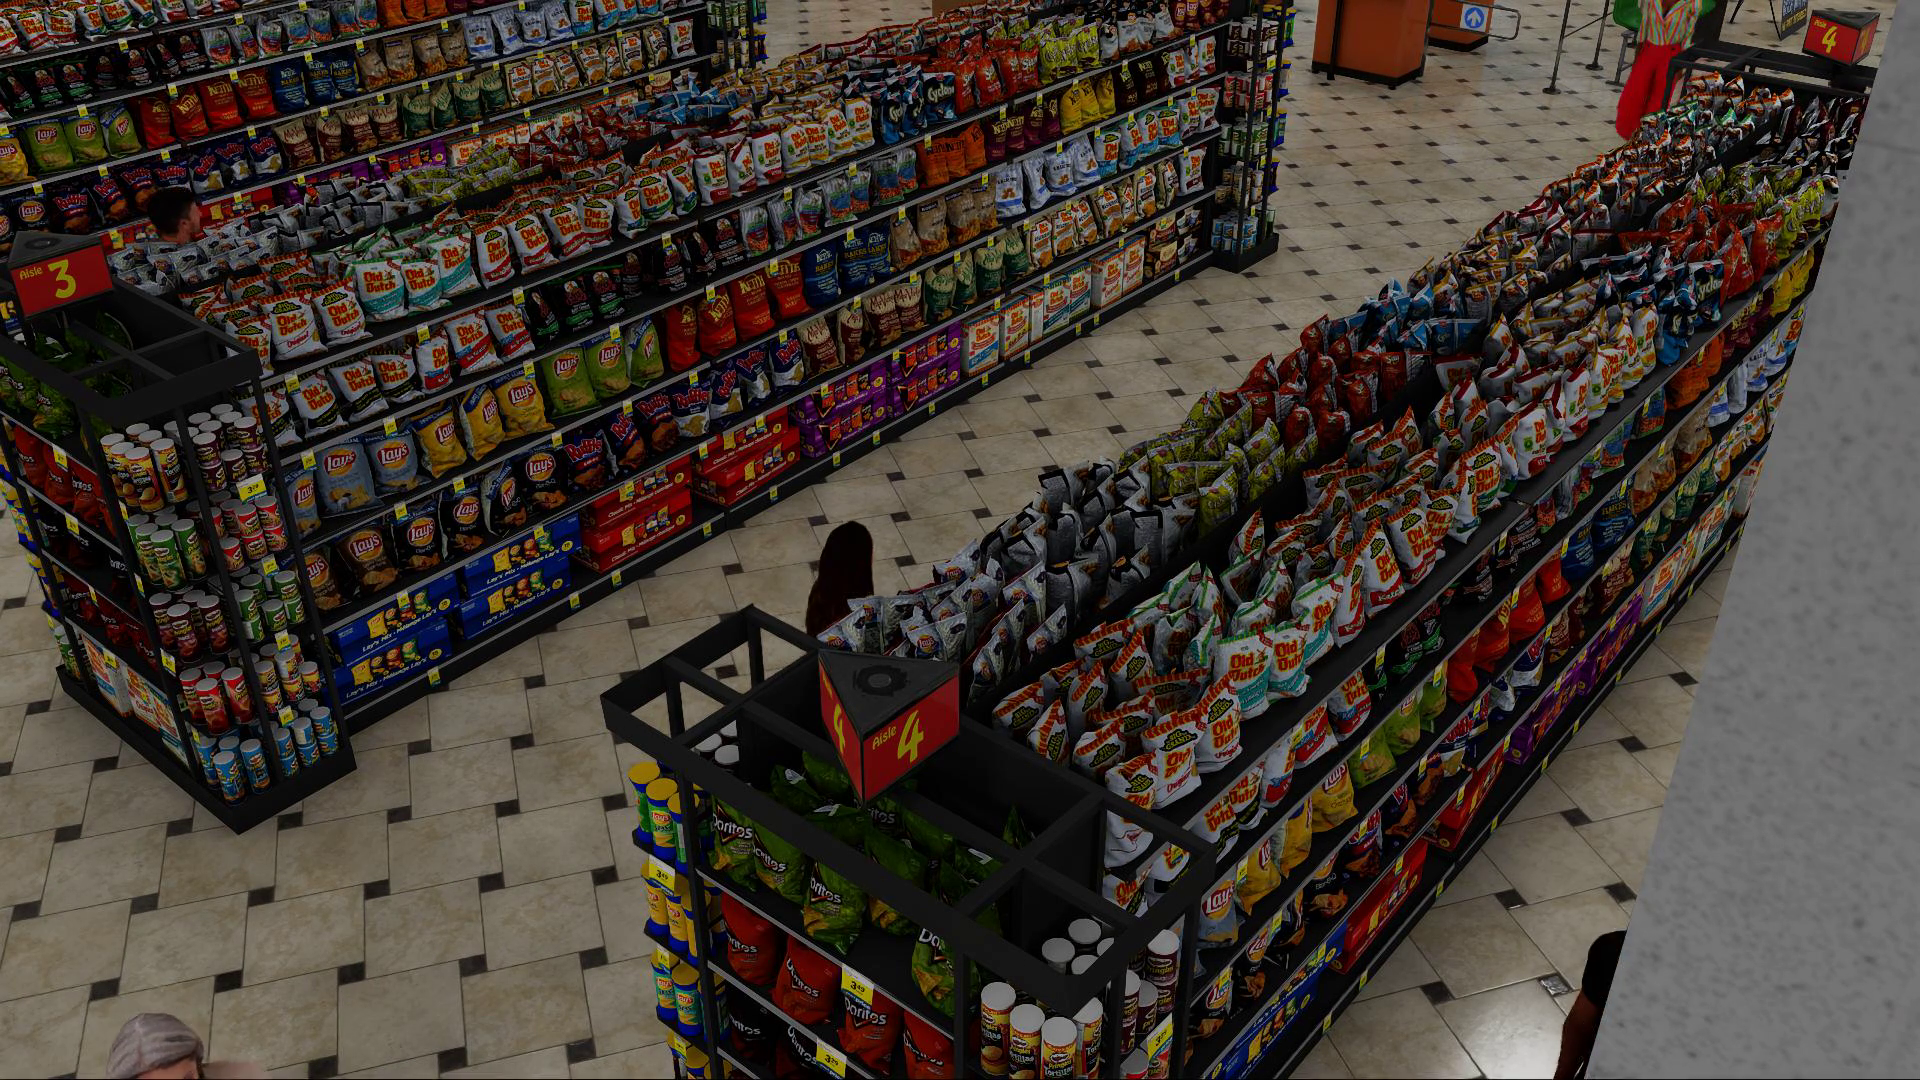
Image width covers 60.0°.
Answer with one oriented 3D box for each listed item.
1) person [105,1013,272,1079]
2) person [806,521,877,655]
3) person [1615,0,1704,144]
[{"bbox_3d":[-1.880,1.793,4.231,0.674,1.722,0.689,25,40,34],"label":"person"},{"bbox_3d":[-0.456,0.632,6.357,0.610,1.448,0.877,25,40,34],"label":"person"},{"bbox_3d":[5.477,-3.685,12.978,0.628,1.782,0.681,19,37,28],"label":"person"}]
